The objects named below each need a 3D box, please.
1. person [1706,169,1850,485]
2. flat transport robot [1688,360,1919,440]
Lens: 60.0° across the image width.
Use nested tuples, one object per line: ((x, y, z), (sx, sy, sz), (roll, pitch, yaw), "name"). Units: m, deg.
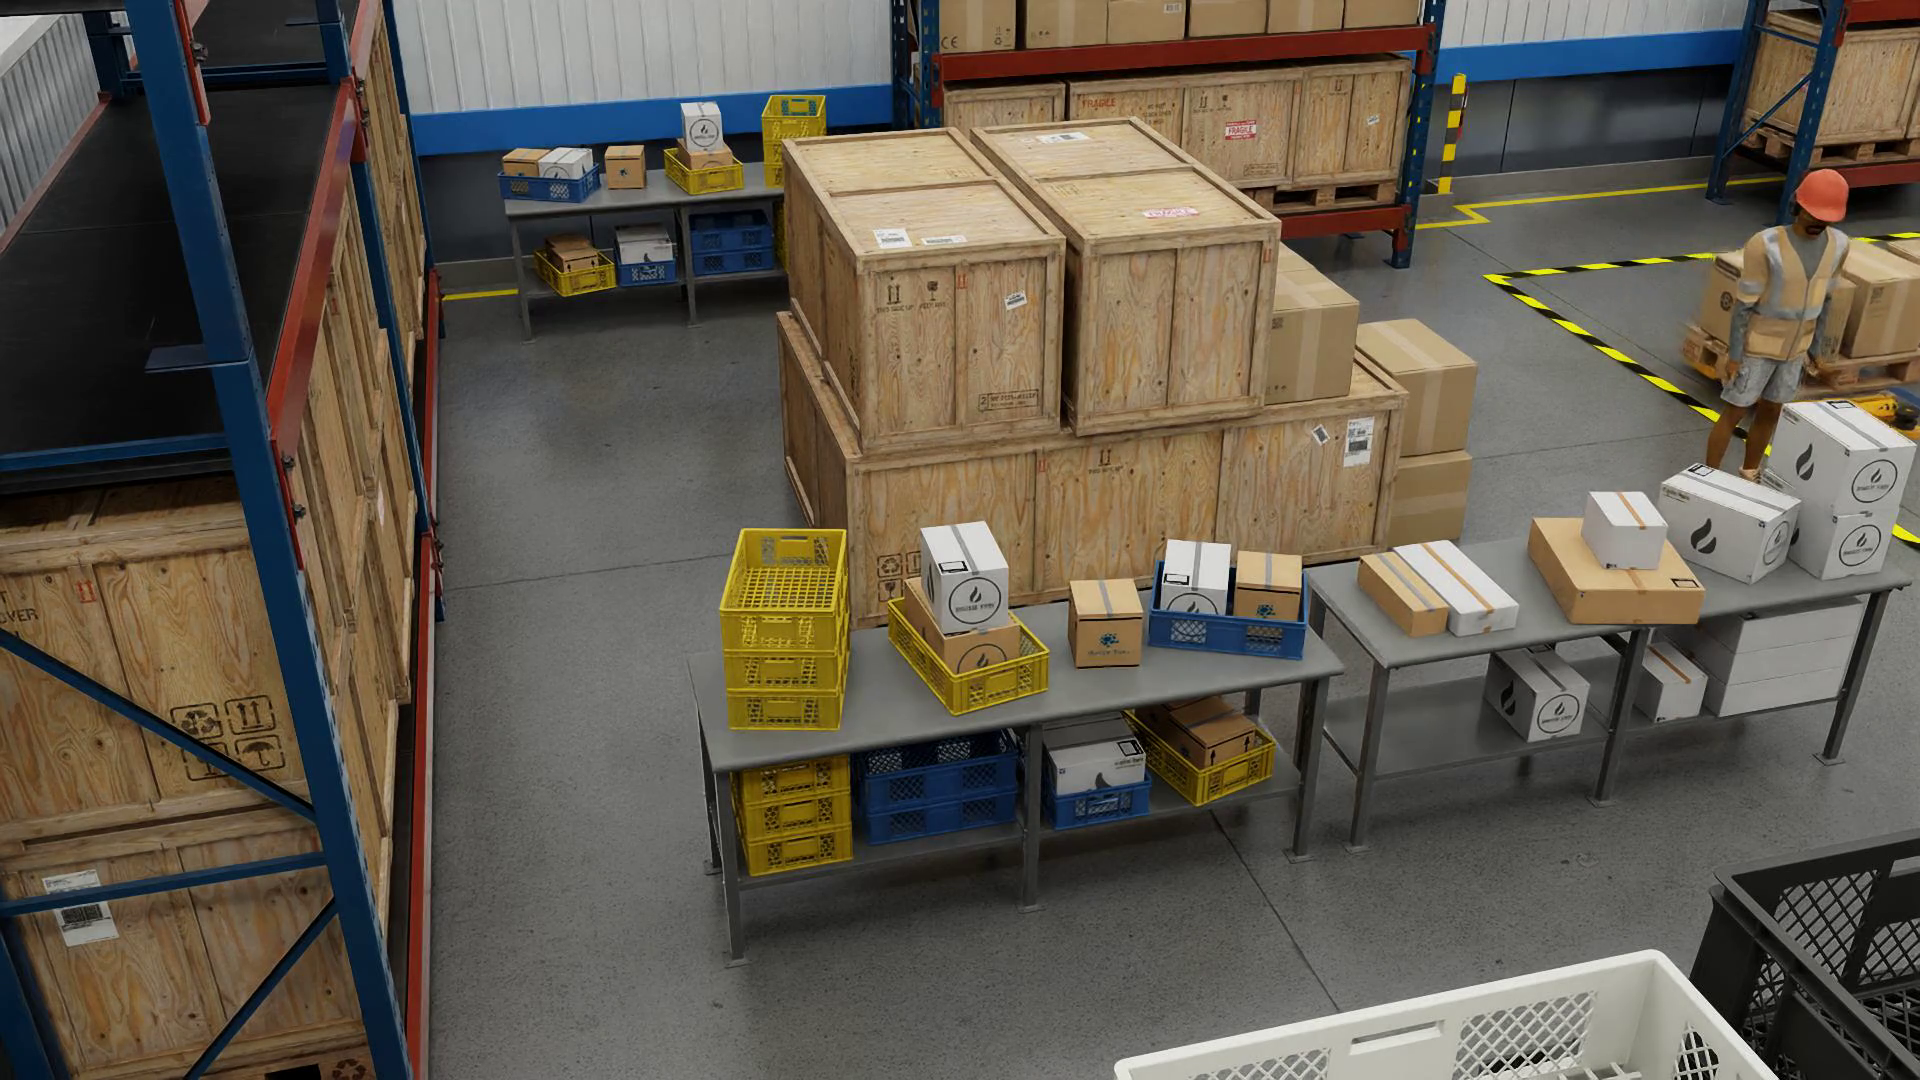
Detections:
((4.541, -1.065, 9.226), (0.605, 2.032, 0.398), (-5, 29, -9), "person")
((5.524, -1.003, 10.908), (0.652, 0.197, 1.431), (-7, 30, -13), "flat transport robot")
